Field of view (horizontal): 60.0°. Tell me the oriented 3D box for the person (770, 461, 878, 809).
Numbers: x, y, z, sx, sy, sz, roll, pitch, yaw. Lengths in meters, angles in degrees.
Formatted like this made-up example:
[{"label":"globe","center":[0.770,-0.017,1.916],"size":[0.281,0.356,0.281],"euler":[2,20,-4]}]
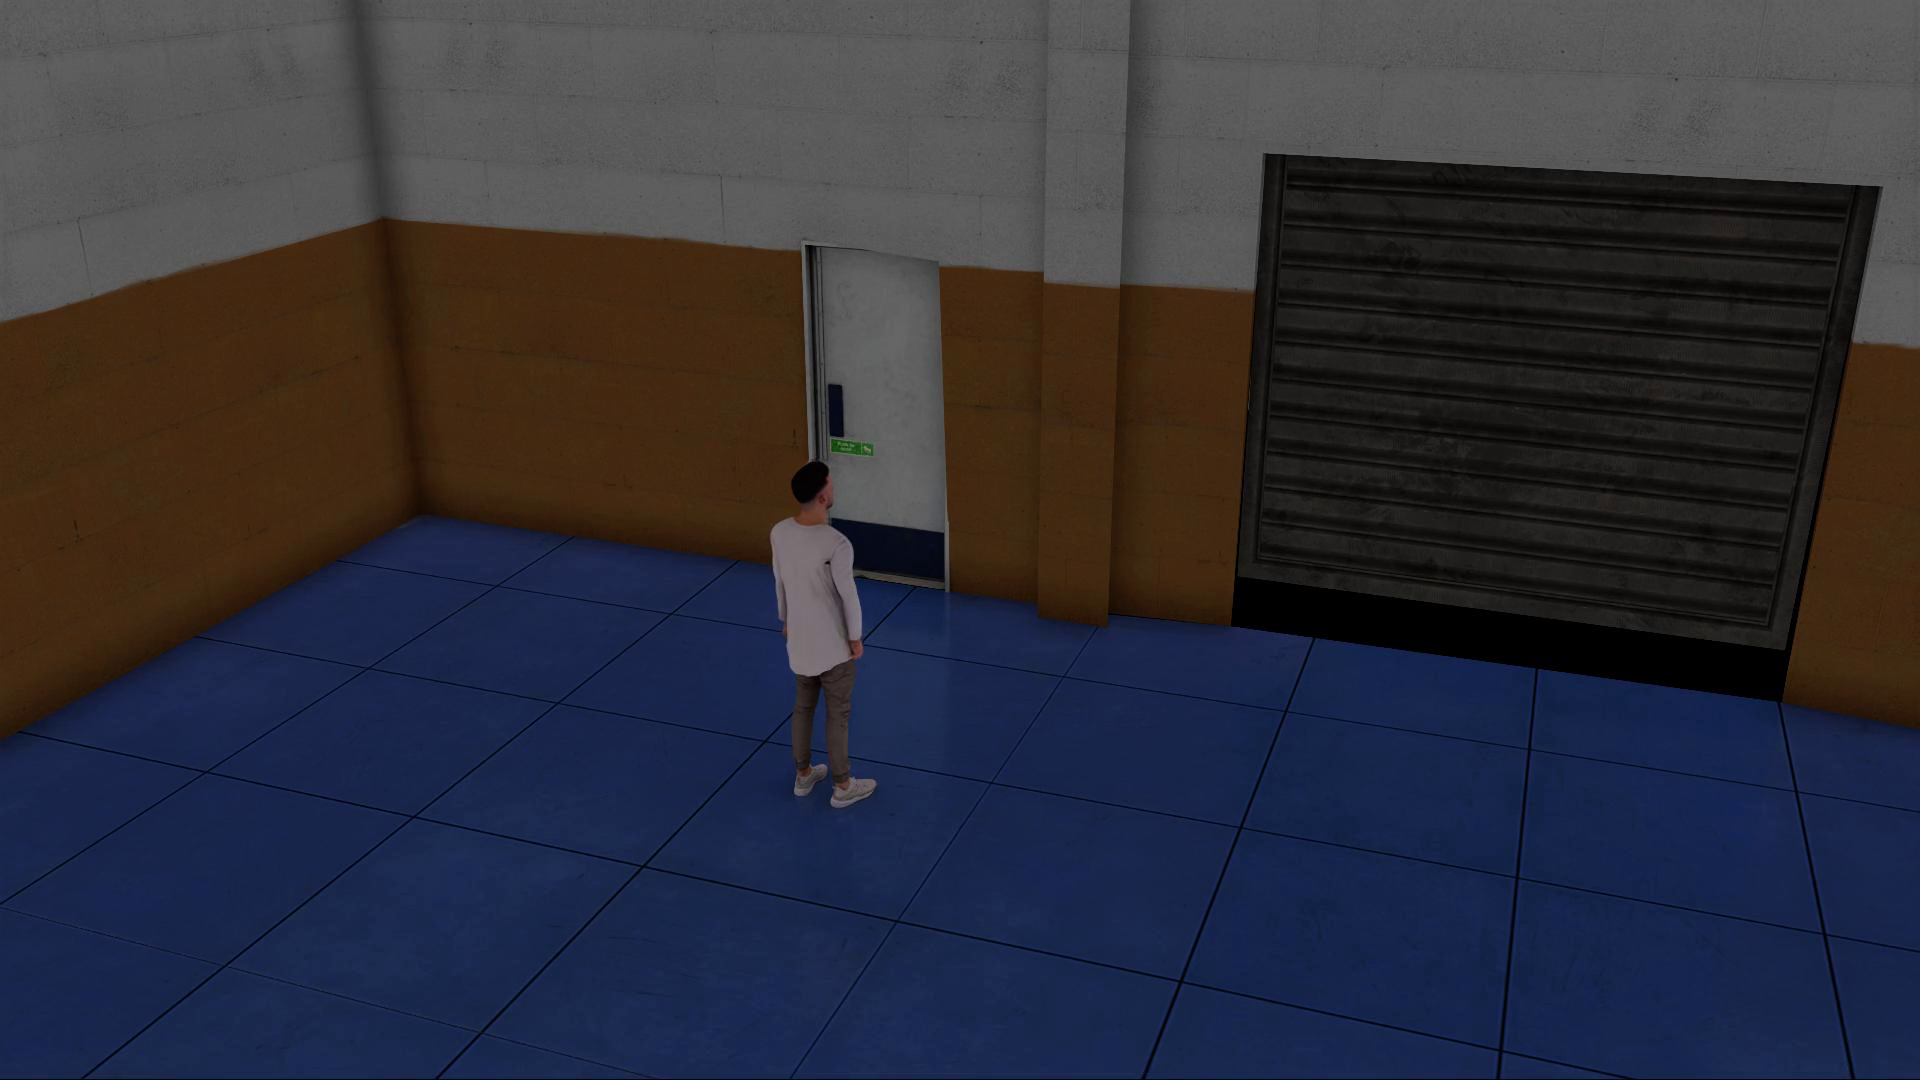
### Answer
[{"label":"person","center":[-0.704,0.470,8.383],"size":[0.594,1.840,0.783],"euler":[15,26,32]}]
